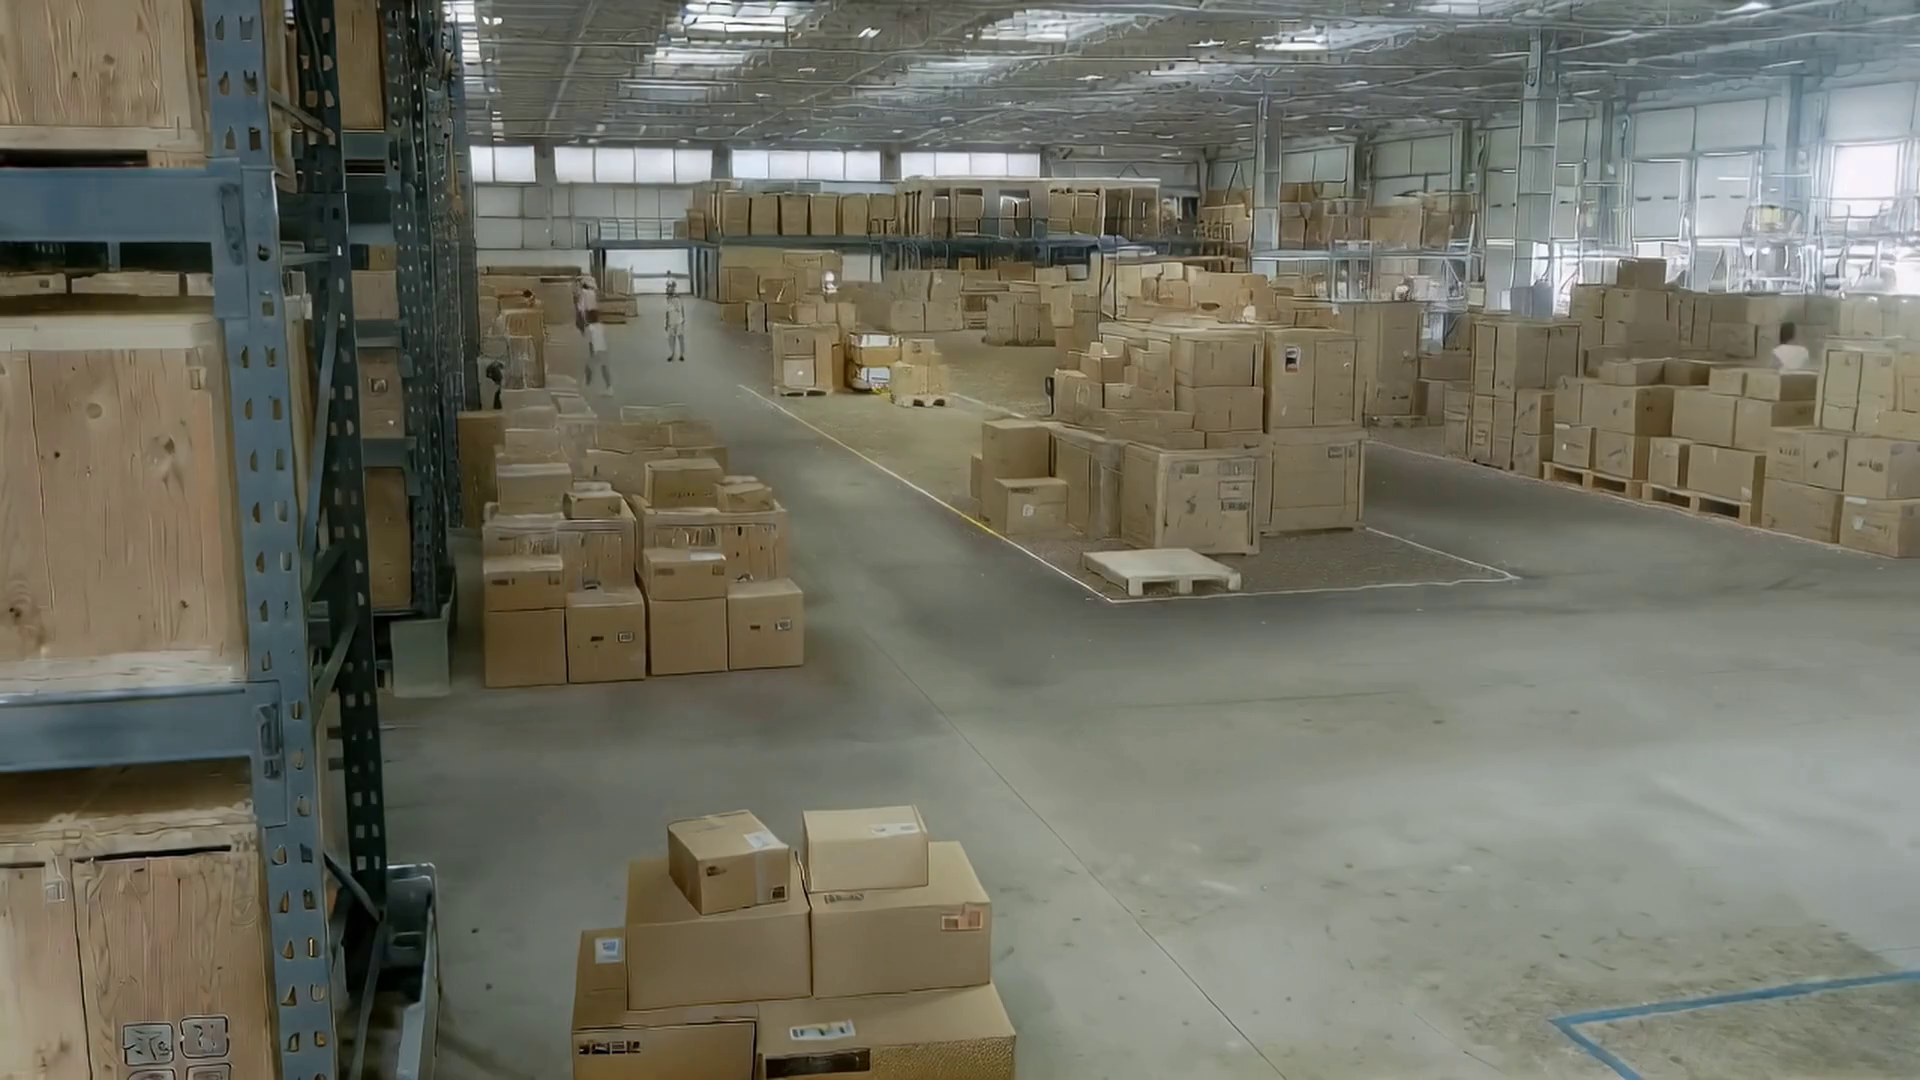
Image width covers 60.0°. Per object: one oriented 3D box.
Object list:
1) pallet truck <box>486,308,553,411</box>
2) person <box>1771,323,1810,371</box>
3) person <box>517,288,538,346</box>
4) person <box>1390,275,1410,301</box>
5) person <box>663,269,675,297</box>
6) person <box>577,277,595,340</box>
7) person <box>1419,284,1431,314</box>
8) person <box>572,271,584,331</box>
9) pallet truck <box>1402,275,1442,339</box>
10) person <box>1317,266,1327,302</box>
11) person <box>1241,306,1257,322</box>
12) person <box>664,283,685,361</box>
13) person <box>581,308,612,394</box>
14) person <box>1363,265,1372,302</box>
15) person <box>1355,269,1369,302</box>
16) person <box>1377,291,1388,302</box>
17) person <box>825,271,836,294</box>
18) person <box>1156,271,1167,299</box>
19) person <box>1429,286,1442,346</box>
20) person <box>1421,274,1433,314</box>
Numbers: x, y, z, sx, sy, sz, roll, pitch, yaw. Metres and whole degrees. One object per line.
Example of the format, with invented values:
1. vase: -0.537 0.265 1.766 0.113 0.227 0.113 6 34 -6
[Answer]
1. pallet truck: -6.242 -2.418 24.362 0.823 1.965 1.885 1 10 3
2. person: 10.847 -1.906 21.861 0.611 1.853 1.068 -3 10 -16
3. person: -12.443 -6.389 47.782 0.539 1.679 0.668 4 11 20
4. person: 14.869 -7.999 56.261 0.664 1.893 0.610 2 10 10
5. person: -13.072 -11.260 74.768 0.609 1.873 0.500 0 10 1
6. person: -11.527 -7.131 51.257 0.559 1.923 0.506 -7 12 -34
7. person: 16.662 -8.468 59.602 0.540 1.655 0.863 -2 10 -12
8. person: -12.883 -8.107 56.457 0.537 2.000 0.683 -3 11 -17
9. pallet truck: 14.620 -7.324 52.145 0.823 1.965 1.885 8 13 40
10. person: 17.404 -12.142 79.679 0.571 1.903 0.672 -5 11 -26
11. person: 4.518 -2.708 26.176 0.545 1.939 0.374 -3 11 -19
12. person: -7.151 -5.449 41.617 0.362 1.963 0.613 8 13 39
13. person: -7.103 -3.660 32.306 0.718 1.662 0.567 4 11 22
14. person: 19.130 -11.974 78.568 0.651 1.954 0.754 -7 12 -36
15. person: 16.682 -10.275 69.102 0.656 1.901 0.947 5 11 28
16. person: 10.251 -5.174 40.533 0.523 1.787 0.970 1 10 7
17. person: -4.478 -8.283 57.494 0.410 2.035 0.601 1 10 5
18. person: 7.753 -9.384 64.035 0.391 1.923 0.589 -1 10 -6
19. person: 13.697 -6.440 47.884 0.311 1.736 0.483 6 12 31
20. person: 15.056 -7.575 53.621 0.495 1.979 0.620 8 13 38
